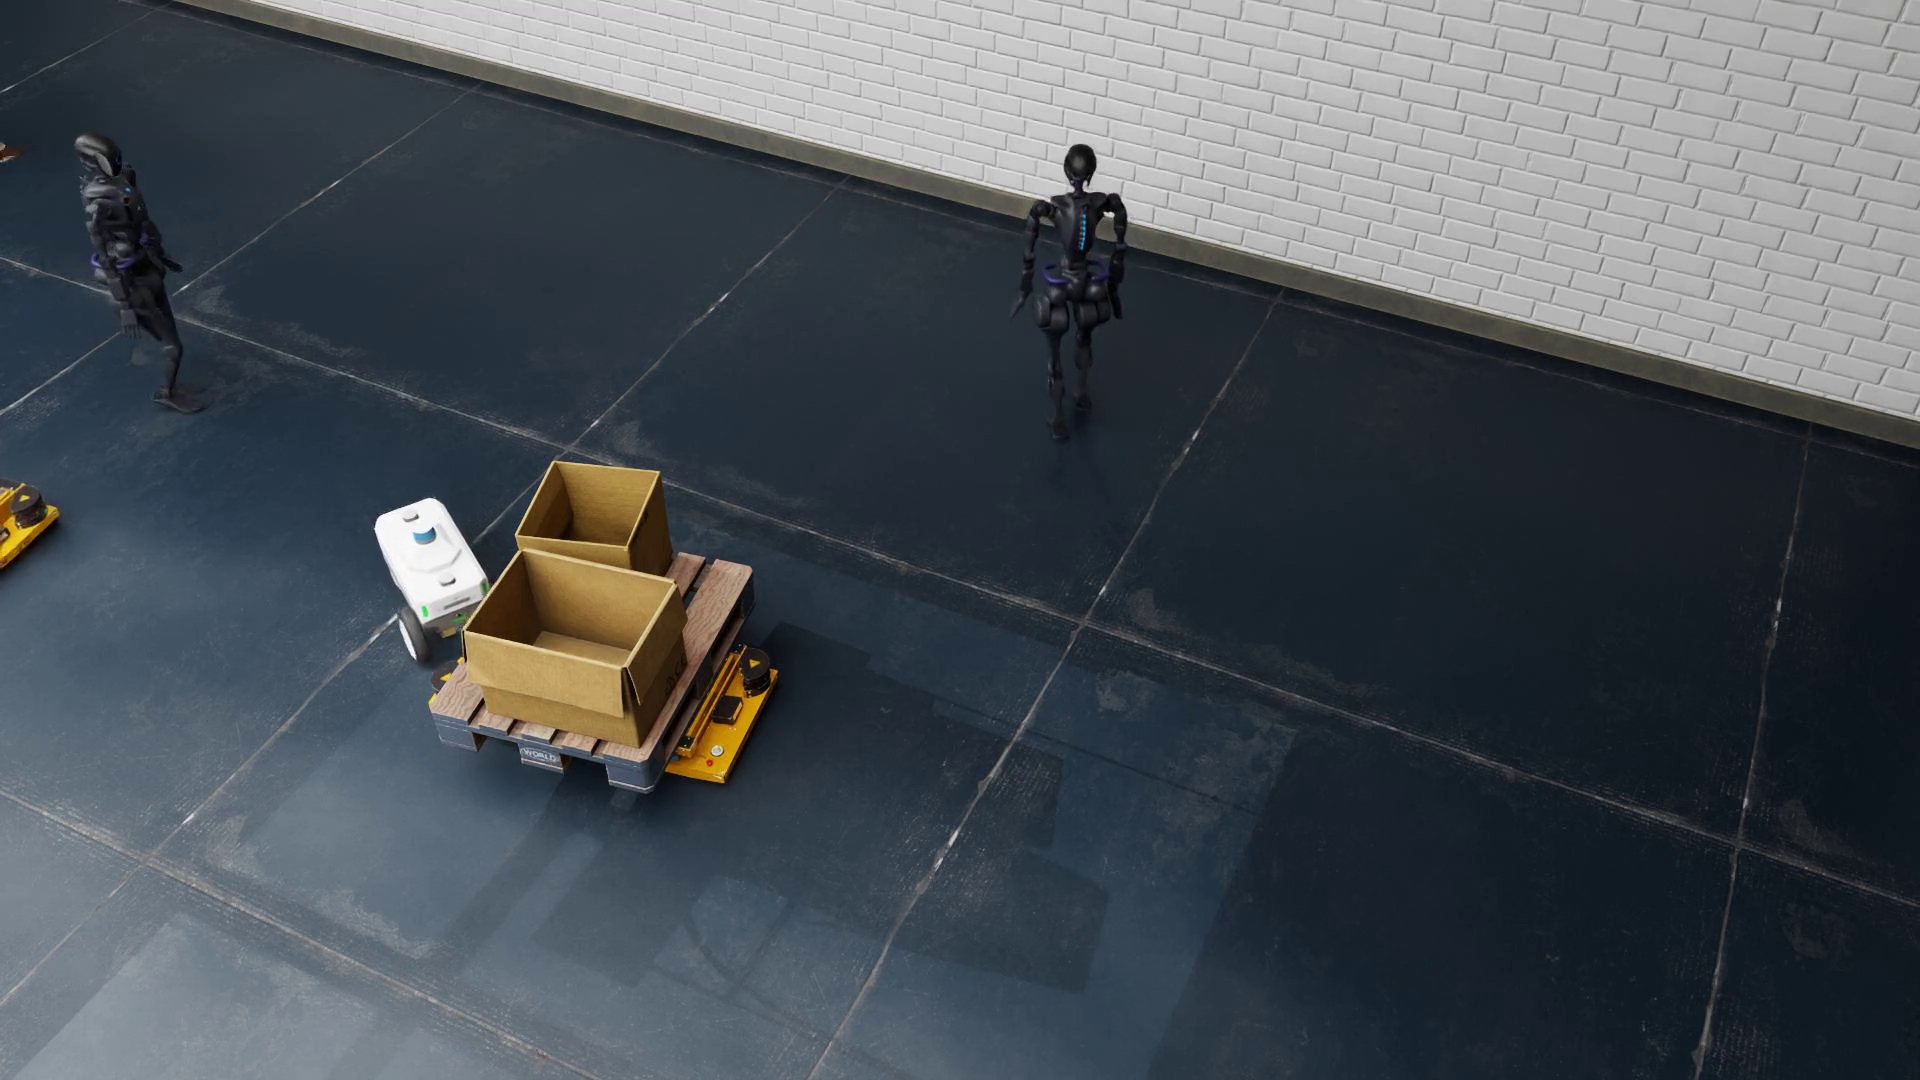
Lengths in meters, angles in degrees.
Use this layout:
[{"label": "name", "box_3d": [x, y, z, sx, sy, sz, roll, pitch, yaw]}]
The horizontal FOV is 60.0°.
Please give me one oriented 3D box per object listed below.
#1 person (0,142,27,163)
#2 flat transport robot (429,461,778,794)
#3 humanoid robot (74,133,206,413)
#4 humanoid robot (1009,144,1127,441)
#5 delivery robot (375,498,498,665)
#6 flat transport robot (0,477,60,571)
[{"label": "person", "box_3d": [-6.553, -3.190, 10.700, 0.506, 1.626, 0.410, 19, 46, 19]}, {"label": "flat transport robot", "box_3d": [-1.615, 0.662, 7.541, 1.431, 0.231, 0.659, 11, 44, 12]}, {"label": "humanoid robot", "box_3d": [-4.309, -1.389, 8.722, 0.311, 1.647, 0.611, 0, 43, 0]}, {"label": "humanoid robot", "box_3d": [0.559, -1.265, 8.587, 0.602, 1.646, 0.376, -8, 43, -9]}, {"label": "delivery robot", "box_3d": [-2.481, 0.153, 7.875, 0.499, 0.587, 0.788, -23, 48, -23]}, {"label": "flat transport robot", "box_3d": [-5.374, -0.116, 8.380, 1.431, 0.231, 0.659, 12, 44, 13]}]
